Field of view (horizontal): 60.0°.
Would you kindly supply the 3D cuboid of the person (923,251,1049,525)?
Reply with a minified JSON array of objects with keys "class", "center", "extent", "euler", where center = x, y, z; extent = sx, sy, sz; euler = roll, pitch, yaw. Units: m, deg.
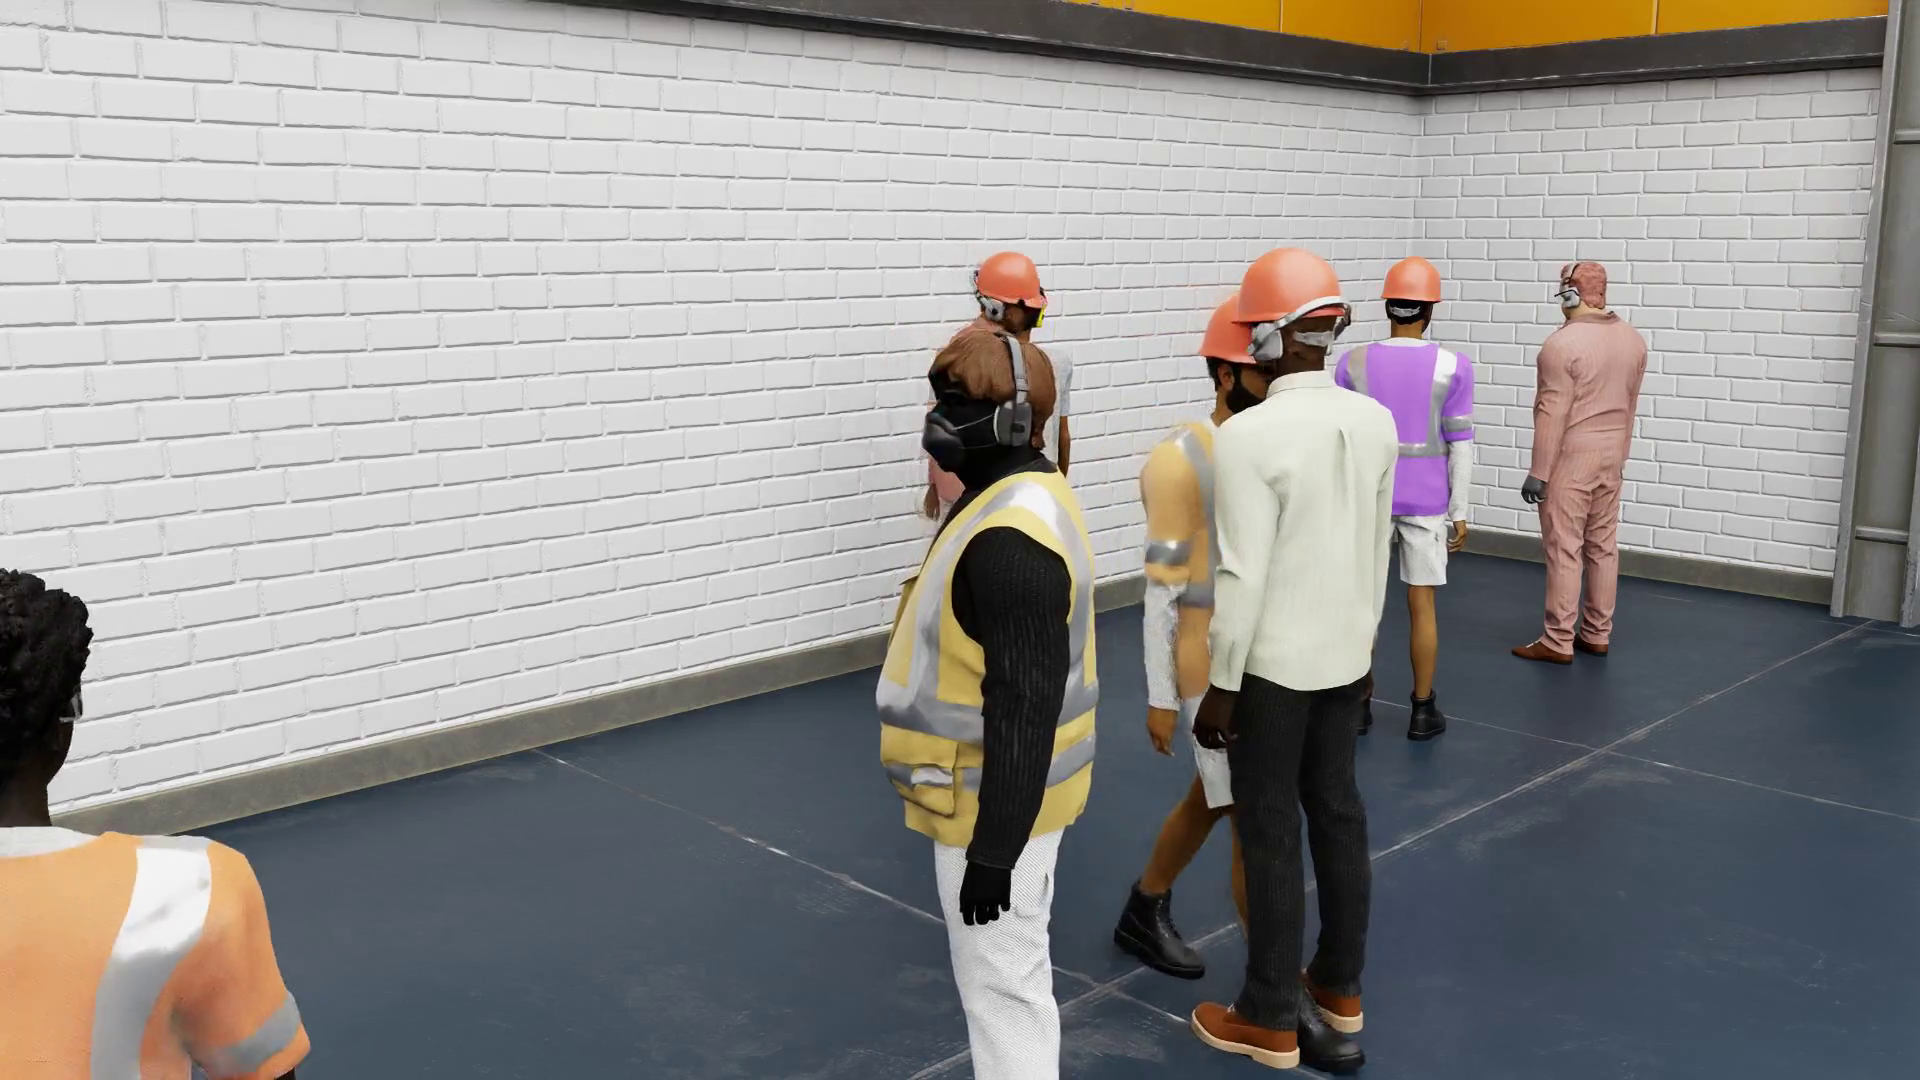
[{"class":"person","center":[0.068,-0.208,6.943],"extent":[0.416,1.957,0.774],"euler":[-5,12,-26]}]

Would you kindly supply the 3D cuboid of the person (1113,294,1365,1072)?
[{"class":"person","center":[0.710,0.310,4.273],"extent":[0.557,1.895,0.905],"euler":[-10,14,-43]}]

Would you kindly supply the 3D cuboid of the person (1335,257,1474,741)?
[{"class":"person","center":[1.769,-0.159,6.693],"extent":[0.553,1.935,0.361],"euler":[4,11,20]}]

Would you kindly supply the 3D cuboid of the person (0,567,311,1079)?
[{"class":"person","center":[-1.029,0.850,1.939],"extent":[0.549,1.660,0.837],"euler":[-2,11,-10]}]

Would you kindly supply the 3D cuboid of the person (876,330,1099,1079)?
[{"class":"person","center":[0.052,0.513,3.284],"extent":[0.429,1.845,0.633],"euler":[0,10,1]}]

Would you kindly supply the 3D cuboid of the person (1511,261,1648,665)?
[{"class":"person","center":[2.914,-0.359,7.890],"extent":[0.639,1.902,0.407],"euler":[-6,12,-31]}]

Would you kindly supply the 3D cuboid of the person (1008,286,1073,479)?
[{"class":"person","center":[0.240,-0.165,6.935],"extent":[0.520,1.862,0.327],"euler":[-7,13,-35]}]

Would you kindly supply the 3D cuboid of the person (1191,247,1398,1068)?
[{"class":"person","center":[0.805,0.289,4.099],"extent":[0.623,1.989,0.400],"euler":[-8,13,-39]}]
